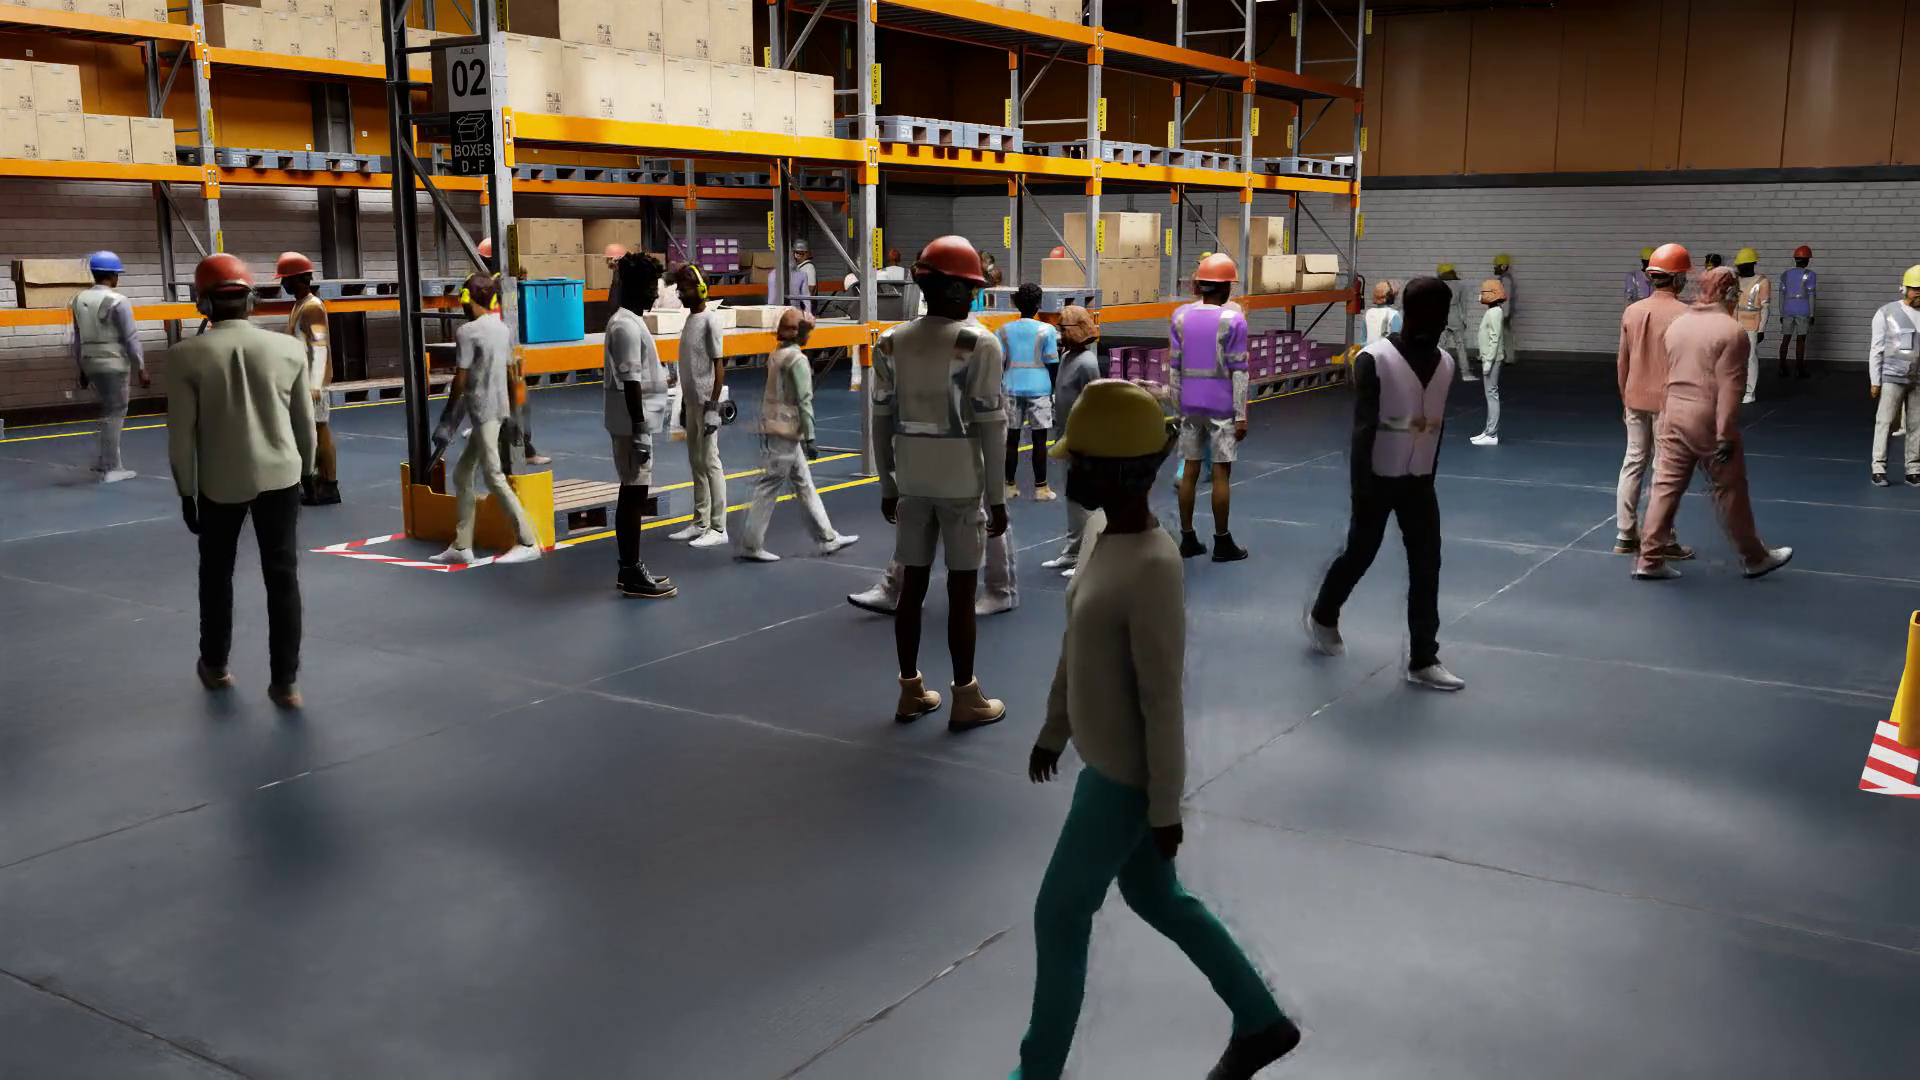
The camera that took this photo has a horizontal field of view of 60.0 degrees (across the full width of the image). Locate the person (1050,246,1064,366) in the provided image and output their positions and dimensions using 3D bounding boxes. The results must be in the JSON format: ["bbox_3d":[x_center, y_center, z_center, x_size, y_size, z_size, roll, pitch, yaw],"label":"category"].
[{"bbox_3d":[1.250,-2.733,21.055,0.360,1.939,0.543,2,11,13],"label":"person"}]

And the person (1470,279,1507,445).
[{"bbox_3d":[5.257,-1.761,16.522,0.278,1.630,0.498,3,11,16],"label":"person"}]

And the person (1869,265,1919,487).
[{"bbox_3d":[7.784,-1.337,13.650,0.585,1.823,0.403,2,10,9],"label":"person"}]

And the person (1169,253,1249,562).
[{"bbox_3d":[1.589,-0.832,10.527,0.547,1.939,0.376,9,13,40],"label":"person"}]

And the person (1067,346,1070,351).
[{"bbox_3d":[1.460,-2.757,21.307,0.404,1.908,0.653,4,11,21],"label":"person"}]

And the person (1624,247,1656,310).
[{"bbox_3d":[10.036,-3.315,24.321,0.612,1.927,0.378,1,10,5],"label":"person"}]

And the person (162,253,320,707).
[{"bbox_3d":[-3.177,-0.274,7.389,0.642,1.957,0.916,-6,12,-32],"label":"person"}]

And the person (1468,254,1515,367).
[{"bbox_3d":[8.482,-3.634,26.449,0.836,1.801,0.596,3,11,19],"label":"person"}]

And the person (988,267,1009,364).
[{"bbox_3d":[0.507,-3.061,23.710,0.511,1.638,0.308,-1,10,-6],"label":"person"}]

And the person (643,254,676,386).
[{"bbox_3d":[-4.296,-2.987,22.769,0.587,1.840,0.984,5,11,24],"label":"person"}]

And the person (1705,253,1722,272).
[{"bbox_3d":[10.905,-3.203,23.964,0.505,1.846,0.827,-7,12,-32],"label":"person"}]

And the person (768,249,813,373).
[{"bbox_3d":[-2.441,-3.302,24.344,0.617,1.881,0.993,-9,14,-41],"label":"person"}]

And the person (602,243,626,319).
[{"bbox_3d":[-4.438,-2.811,21.409,0.598,1.976,0.617,-1,10,-8],"label":"person"}]

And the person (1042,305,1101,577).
[{"bbox_3d":[0.693,-0.593,10.044,0.283,1.634,0.498,-3,11,-16],"label":"person"}]

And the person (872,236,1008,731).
[{"bbox_3d":[-0.062,-0.233,6.929,0.614,2.035,0.391,6,12,30],"label":"person"}]

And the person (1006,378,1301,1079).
[{"bbox_3d":[0.407,0.490,3.778,0.851,1.730,0.523,-1,10,-4],"label":"person"}]

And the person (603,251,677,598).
[{"bbox_3d":[-1.836,-0.652,9.470,0.378,1.959,0.604,-3,11,-15],"label":"person"}]

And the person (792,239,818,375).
[{"bbox_3d":[-2.411,-3.506,25.059,0.536,2.000,0.676,-2,10,-12],"label":"person"}]

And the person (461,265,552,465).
[{"bbox_3d":[-4.118,-1.568,14.958,0.729,1.818,0.557,-2,10,-10],"label":"person"}]

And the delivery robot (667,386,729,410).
[{"bbox_3d":[-2.872,-1.571,18.192,0.477,0.478,0.707,8,13,37],"label":"delivery robot"}]

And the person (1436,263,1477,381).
[{"bbox_3d":[7.140,-3.149,24.028,0.700,1.694,0.329,2,10,11],"label":"person"}]

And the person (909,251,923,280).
[{"bbox_3d":[-0.628,-4.022,28.468,0.621,1.845,0.429,7,13,35],"label":"person"}]

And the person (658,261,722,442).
[{"bbox_3d":[-2.672,-1.919,16.919,0.662,1.800,0.910,8,13,38],"label":"person"}]

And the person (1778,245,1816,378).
[{"bbox_3d":[12.334,-3.353,24.492,0.361,1.939,0.543,-7,12,-34],"label":"person"}]

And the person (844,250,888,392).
[{"bbox_3d":[-1.262,-2.970,22.480,0.644,1.931,0.674,3,11,14],"label":"person"}]

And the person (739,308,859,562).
[{"bbox_3d":[-1.031,-0.655,10.472,0.827,1.585,0.549,-4,11,-21],"label":"person"}]

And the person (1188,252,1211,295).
[{"bbox_3d":[3.818,-3.577,26.032,0.403,1.829,0.603,-6,12,-32],"label":"person"}]

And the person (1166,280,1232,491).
[{"bbox_3d":[1.982,-1.307,13.572,0.581,1.795,1.007,8,13,39],"label":"person"}]

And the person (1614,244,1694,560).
[{"bbox_3d":[4.451,-0.872,10.584,0.374,1.997,0.613,-5,11,-24],"label":"person"}]

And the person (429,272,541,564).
[{"bbox_3d":[-2.980,-0.743,10.380,0.694,1.829,0.486,-1,10,-4],"label":"person"}]

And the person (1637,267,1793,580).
[{"bbox_3d":[4.499,-0.677,9.881,0.971,1.854,0.662,-3,11,-17],"label":"person"}]

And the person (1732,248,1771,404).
[{"bbox_3d":[9.736,-2.650,20.651,0.384,1.917,0.593,-4,11,-22],"label":"person"}]

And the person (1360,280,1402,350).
[{"bbox_3d":[3.996,-1.635,15.798,0.315,1.641,0.514,-5,11,-27],"label":"person"}]

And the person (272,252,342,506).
[{"bbox_3d":[-5.003,-1.225,12.726,0.378,1.928,0.550,-6,12,-30],"label":"person"}]

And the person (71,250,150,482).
[{"bbox_3d":[-7.116,-1.455,13.984,0.627,1.927,0.492,6,12,28],"label":"person"}]

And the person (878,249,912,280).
[{"bbox_3d":[-1.050,-3.710,26.636,0.576,1.878,0.352,-3,11,-15],"label":"person"}]

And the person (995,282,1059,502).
[{"bbox_3d":[0.524,-1.134,12.871,0.535,1.697,0.318,5,11,24],"label":"person"}]

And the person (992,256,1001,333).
[{"bbox_3d":[0.302,-3.380,24.996,0.641,1.820,0.638,6,12,30],"label":"person"}]

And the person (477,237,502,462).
[{"bbox_3d":[-4.255,-1.738,15.249,0.385,2.045,0.605,-8,13,-39],"label":"person"}]

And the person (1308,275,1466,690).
[{"bbox_3d":[2.005,-0.298,7.765,0.609,1.876,0.965,-5,11,-27],"label":"person"}]

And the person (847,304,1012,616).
[{"bbox_3d":[-0.126,-0.475,8.802,0.957,1.852,0.631,-7,12,-32],"label":"person"}]

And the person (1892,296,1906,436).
[{"bbox_3d":[9.899,-1.857,17.144,0.504,1.607,0.560,-7,12,-32],"label":"person"}]

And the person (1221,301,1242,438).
[{"bbox_3d":[2.617,-1.852,16.800,0.539,1.716,0.926,8,13,37],"label":"person"}]

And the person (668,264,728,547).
[{"bbox_3d":[-1.739,-0.887,11.042,0.329,1.865,0.508,-7,12,-32],"label":"person"}]

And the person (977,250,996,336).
[{"bbox_3d":[0.269,-2.882,22.026,1.018,1.893,0.638,5,11,24],"label":"person"}]

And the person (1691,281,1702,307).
[{"bbox_3d":[8.066,-2.000,17.746,0.761,1.666,0.543,-1,10,-6],"label":"person"}]
